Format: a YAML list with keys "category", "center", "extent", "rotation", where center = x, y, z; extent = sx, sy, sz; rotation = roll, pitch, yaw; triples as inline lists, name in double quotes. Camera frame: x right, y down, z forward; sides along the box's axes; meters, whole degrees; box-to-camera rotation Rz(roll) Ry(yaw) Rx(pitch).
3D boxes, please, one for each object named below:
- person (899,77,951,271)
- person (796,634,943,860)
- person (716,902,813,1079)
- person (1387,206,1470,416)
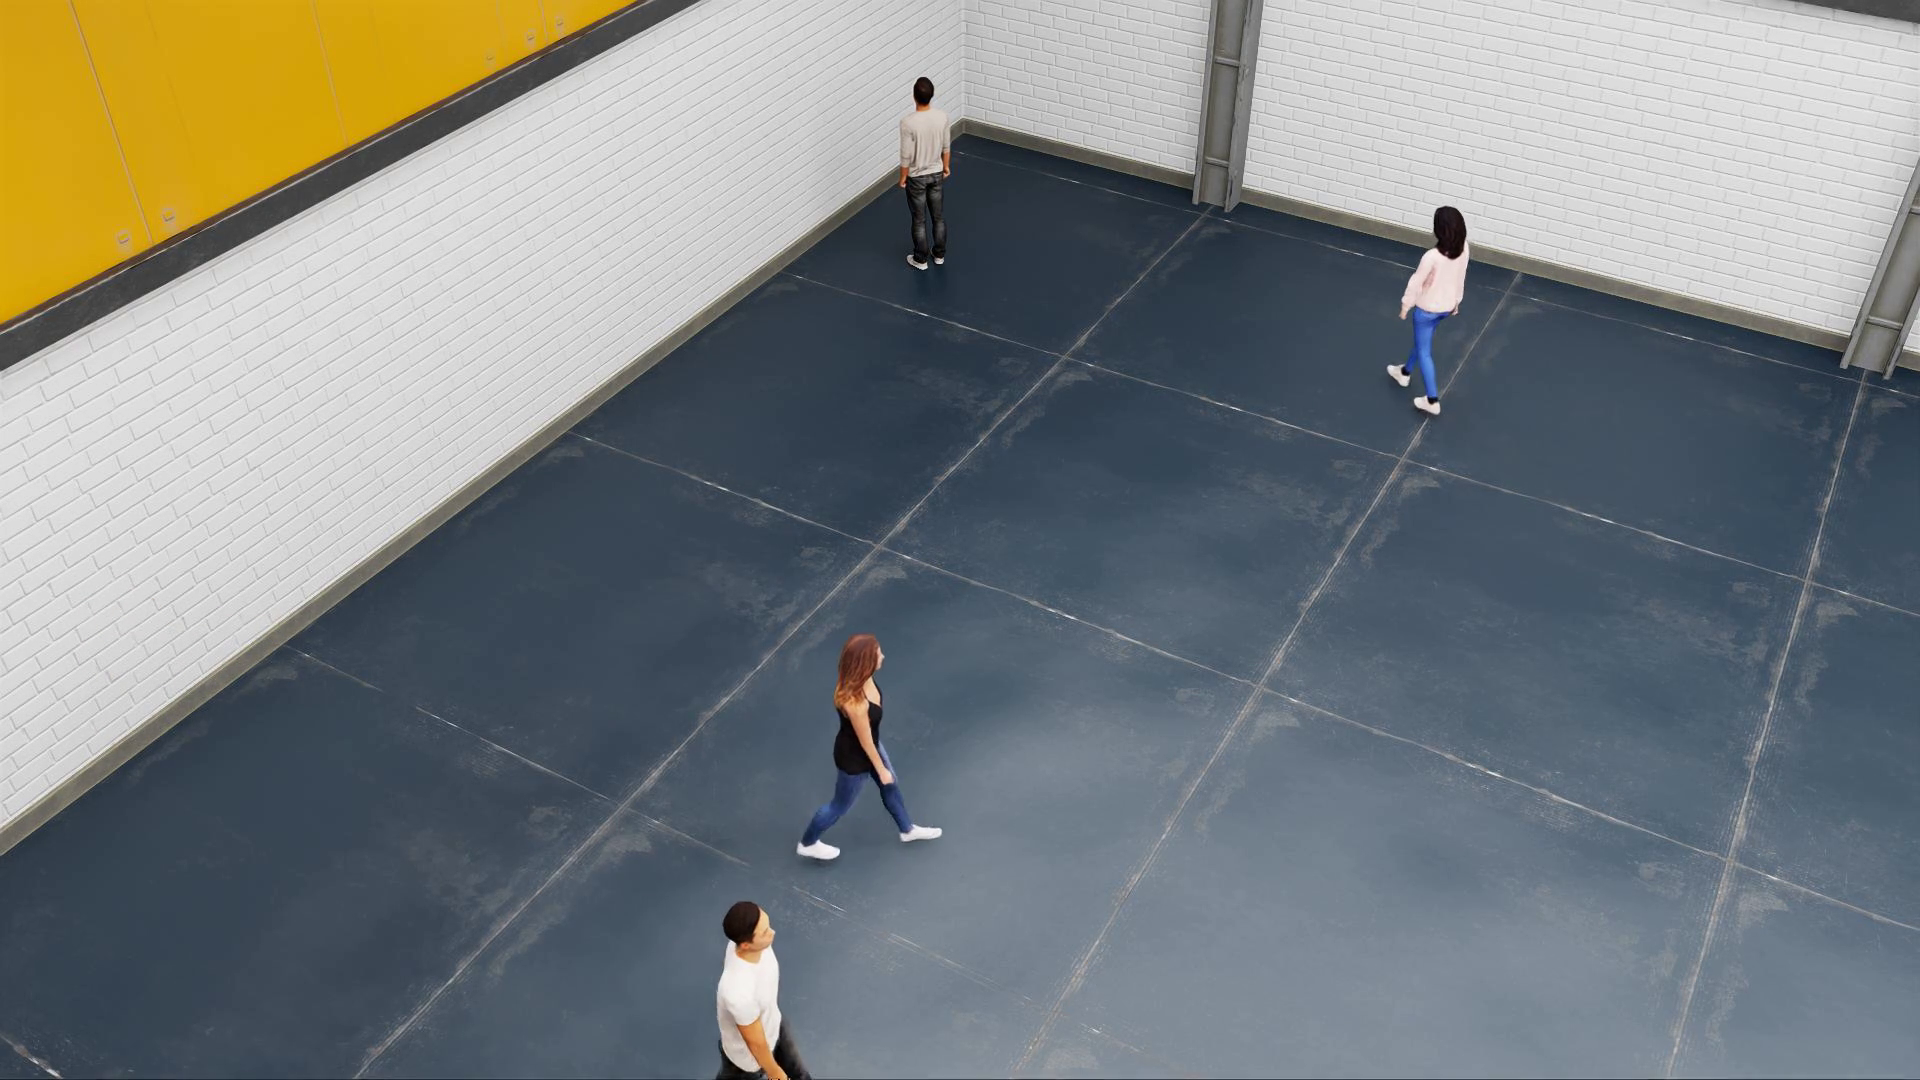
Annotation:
- category: "person"
  center: [-0.308, -3.305, 15.017]
  extent: [0.730, 1.812, 0.744]
  rotation: [-17, 42, -20]
- category: "person"
  center: [-0.657, 1.229, 9.445]
  extent: [1.152, 1.680, 0.889]
  rotation: [2, 39, 3]
- category: "person"
  center: [-1.090, 2.374, 7.947]
  extent: [1.206, 1.761, 0.932]
  rotation: [5, 39, 6]
- category: "person"
  center: [3.779, -1.783, 13.169]
  extent: [0.975, 1.739, 1.104]
  rotation: [-17, 42, -20]
